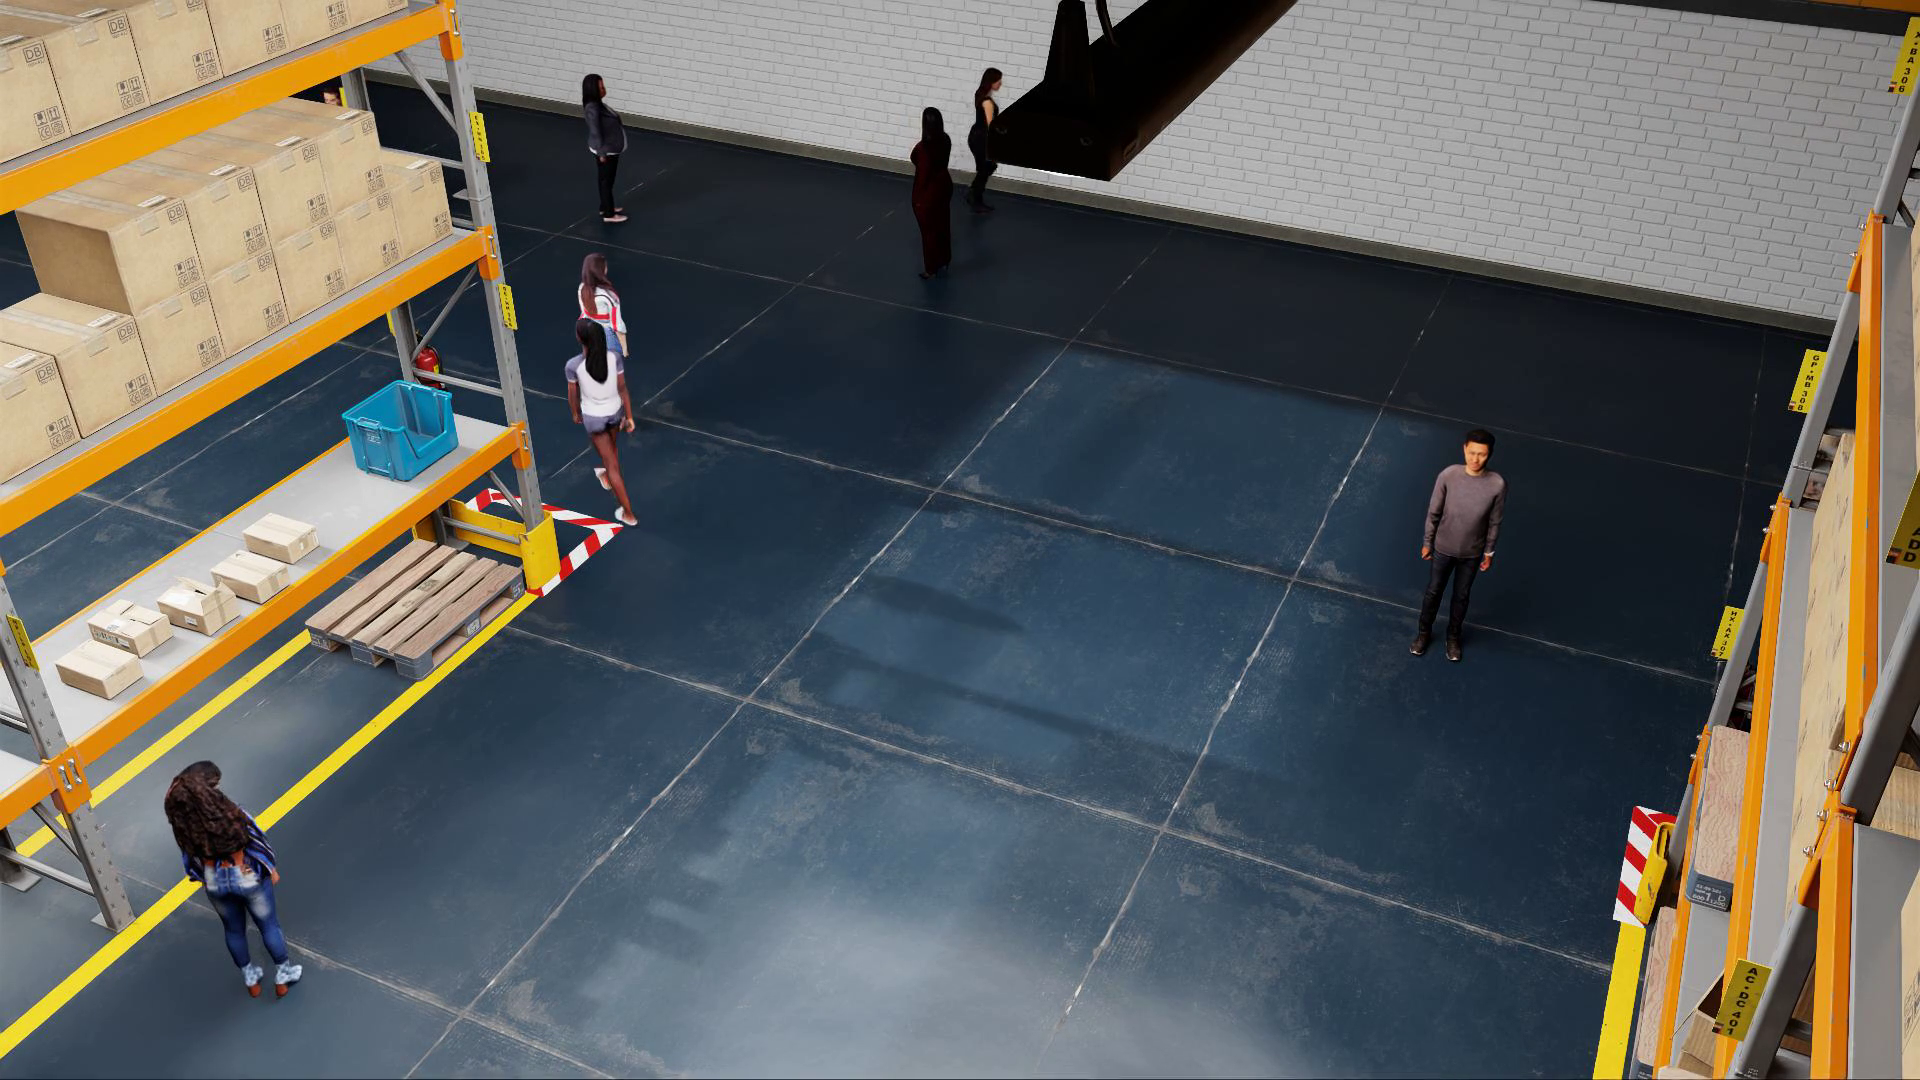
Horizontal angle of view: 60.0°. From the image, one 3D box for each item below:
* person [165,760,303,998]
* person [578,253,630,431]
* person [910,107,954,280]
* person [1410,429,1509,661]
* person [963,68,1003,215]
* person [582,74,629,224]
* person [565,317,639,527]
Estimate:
[{"bbox_3d":[-3.852,1.807,8.852,0.695,1.615,0.702,-2,34,-3],"label":"person"},{"bbox_3d":[-3.032,-1.675,14.095,0.582,1.611,0.485,15,36,21],"label":"person"},{"bbox_3d":[-0.261,-3.485,16.685,0.737,1.757,0.560,18,38,25],"label":"person"},{"bbox_3d":[3.423,0.028,11.390,0.669,1.769,0.572,11,35,16],"label":"person"},{"bbox_3d":[0.186,-4.258,17.930,0.807,1.667,0.723,-7,34,-11],"label":"person"},{"bbox_3d":[-3.853,-4.237,17.962,0.861,1.597,0.792,-9,35,-13],"label":"person"},{"bbox_3d":[-2.718,-0.865,12.807,1.087,1.687,0.997,-22,39,-29],"label":"person"}]
